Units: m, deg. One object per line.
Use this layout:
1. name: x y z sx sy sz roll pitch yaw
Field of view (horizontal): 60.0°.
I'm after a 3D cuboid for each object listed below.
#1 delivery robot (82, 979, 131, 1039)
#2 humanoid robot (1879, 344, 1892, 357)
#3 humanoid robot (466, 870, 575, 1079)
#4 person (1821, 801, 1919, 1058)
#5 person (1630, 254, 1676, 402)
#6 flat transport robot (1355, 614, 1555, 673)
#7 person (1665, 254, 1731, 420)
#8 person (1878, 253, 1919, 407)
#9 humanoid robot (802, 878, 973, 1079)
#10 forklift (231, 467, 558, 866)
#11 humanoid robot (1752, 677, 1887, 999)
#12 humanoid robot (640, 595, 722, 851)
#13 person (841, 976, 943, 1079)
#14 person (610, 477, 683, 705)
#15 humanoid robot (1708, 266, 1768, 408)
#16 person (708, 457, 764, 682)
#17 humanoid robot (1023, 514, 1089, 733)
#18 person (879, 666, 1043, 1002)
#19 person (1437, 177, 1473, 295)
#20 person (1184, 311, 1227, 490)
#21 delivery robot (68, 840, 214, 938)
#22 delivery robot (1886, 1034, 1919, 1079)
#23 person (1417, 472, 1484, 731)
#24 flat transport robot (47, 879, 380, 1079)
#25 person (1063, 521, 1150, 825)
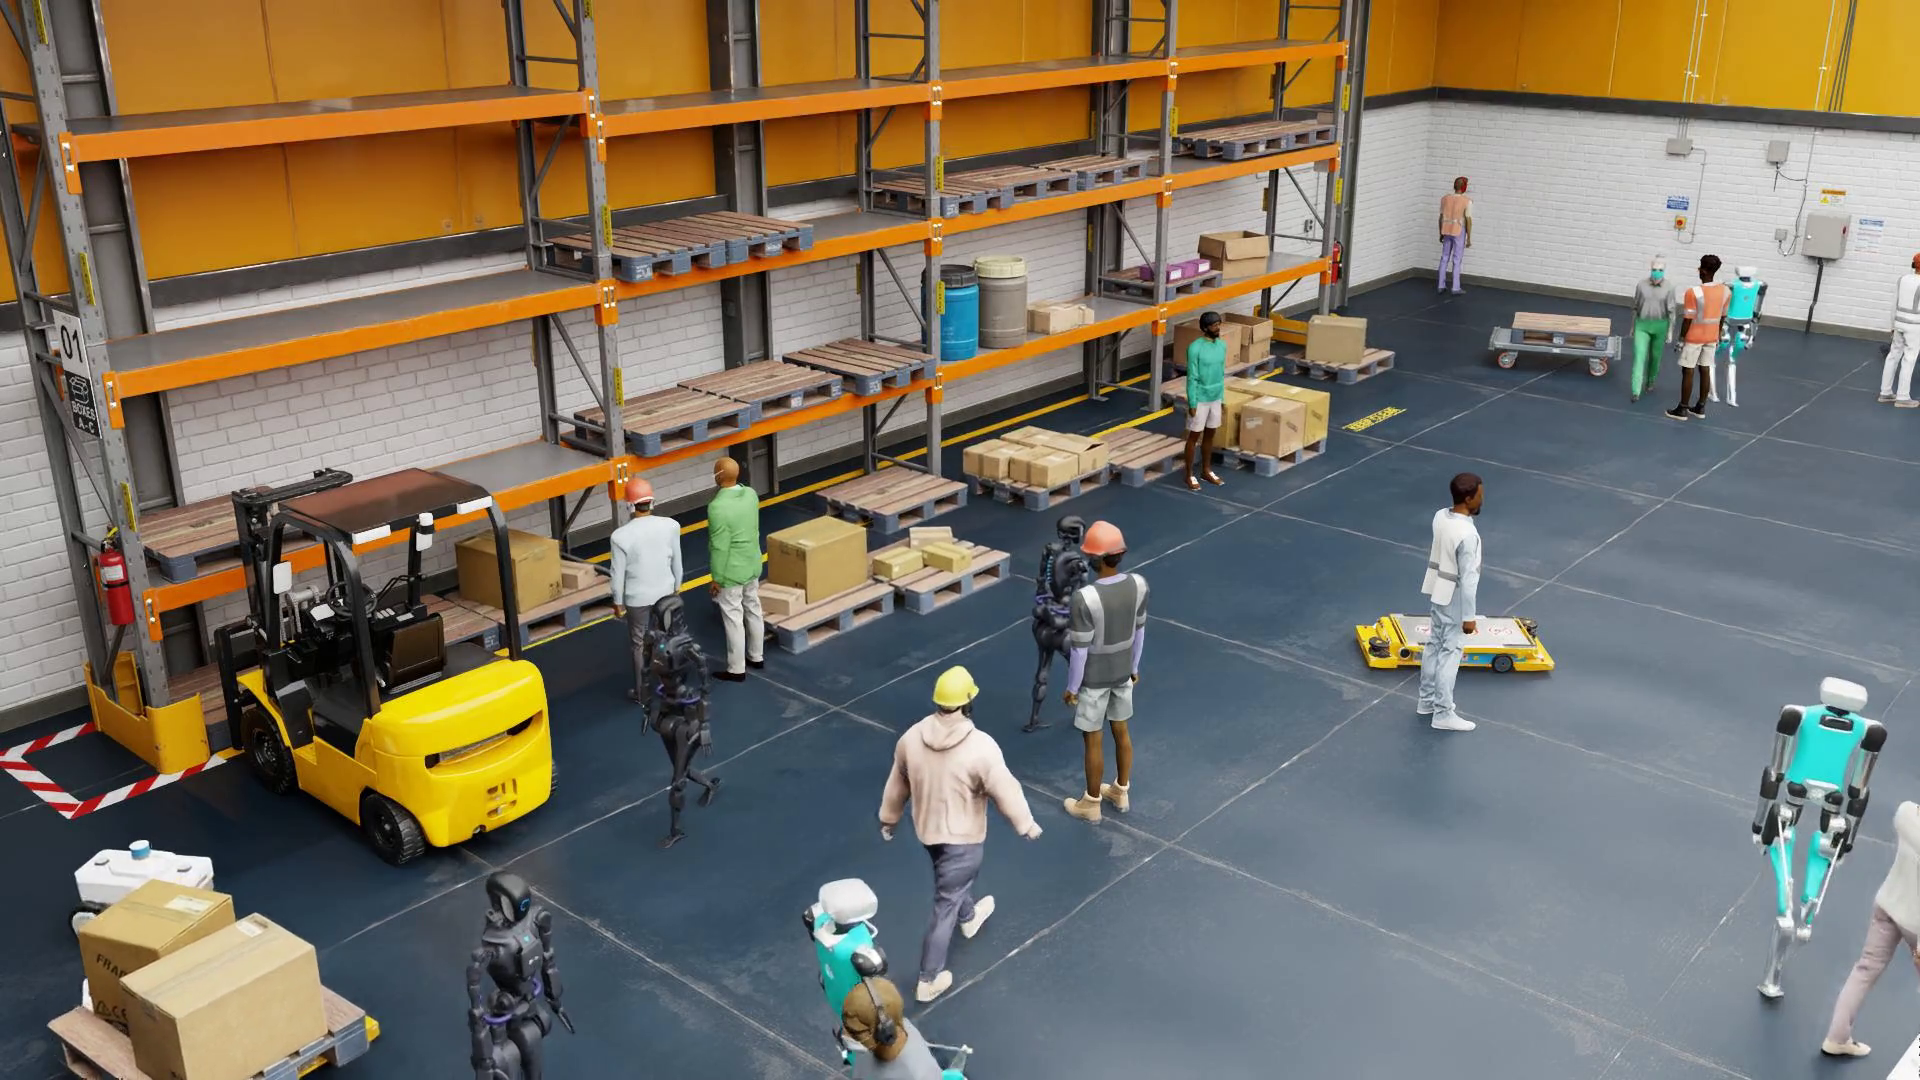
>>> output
1. delivery robot: -4.110 2.402 8.657 0.790 0.614 0.499 -9 22 -23
2. humanoid robot: 12.806 -3.169 22.162 0.591 1.639 0.733 -16 26 -37
3. humanoid robot: -2.046 2.209 7.550 0.393 1.646 0.590 9 22 24
4. person: 4.849 1.881 8.356 0.824 1.723 0.529 -2 20 -7
5. person: 8.554 -2.652 20.557 0.515 1.790 0.991 8 22 22
6. flat transport robot: 3.948 0.824 13.318 1.431 0.231 0.659 1 20 3
7. person: 8.694 -2.385 19.565 0.605 1.966 0.368 -6 21 -17
8. person: 11.507 -2.550 20.136 0.352 1.879 0.580 -5 21 -14
9. humanoid robot: -0.282 2.224 7.390 0.910 1.743 0.531 -14 24 -33
10. forklift: -3.730 0.710 10.856 2.313 2.155 1.214 17 26 38
11. humanoid robot: 4.534 1.686 8.897 0.576 1.771 0.873 9 22 23
12. humanoid robot: -1.757 1.095 10.605 0.614 1.639 0.734 13 24 31
13. person: -0.310 2.517 6.375 0.881 1.893 0.657 -9 22 -23
14. person: -2.340 0.376 12.397 0.575 1.746 0.350 -14 24 -33
15. humanoid robot: 9.329 -2.509 20.225 0.550 1.757 0.817 0 20 1
16. person: -1.729 0.224 12.760 0.388 1.784 0.538 12 23 29
17. humanoid robot: 0.762 0.581 11.971 0.666 1.637 0.606 -13 24 -32
18. person: -0.018 1.551 9.110 0.796 1.818 0.951 13 24 32
19. person: 7.821 -4.813 26.315 0.379 1.844 0.568 -17 26 -38
20. person: 2.530 -1.456 17.210 0.493 1.854 0.397 -13 24 -32
21. delivery robot: -4.737 2.031 9.652 0.790 0.606 0.499 3 20 8
22. delivery robot: 4.693 2.634 7.975 0.499 0.577 0.758 19 28 42
23. person: 3.548 0.434 11.993 0.392 1.922 0.592 -3 20 -7
24. flat transport robot: -3.725 2.659 8.348 0.659 0.231 1.431 14 25 34
25. person: 0.913 0.850 10.694 0.607 2.042 0.370 -14 25 -34
